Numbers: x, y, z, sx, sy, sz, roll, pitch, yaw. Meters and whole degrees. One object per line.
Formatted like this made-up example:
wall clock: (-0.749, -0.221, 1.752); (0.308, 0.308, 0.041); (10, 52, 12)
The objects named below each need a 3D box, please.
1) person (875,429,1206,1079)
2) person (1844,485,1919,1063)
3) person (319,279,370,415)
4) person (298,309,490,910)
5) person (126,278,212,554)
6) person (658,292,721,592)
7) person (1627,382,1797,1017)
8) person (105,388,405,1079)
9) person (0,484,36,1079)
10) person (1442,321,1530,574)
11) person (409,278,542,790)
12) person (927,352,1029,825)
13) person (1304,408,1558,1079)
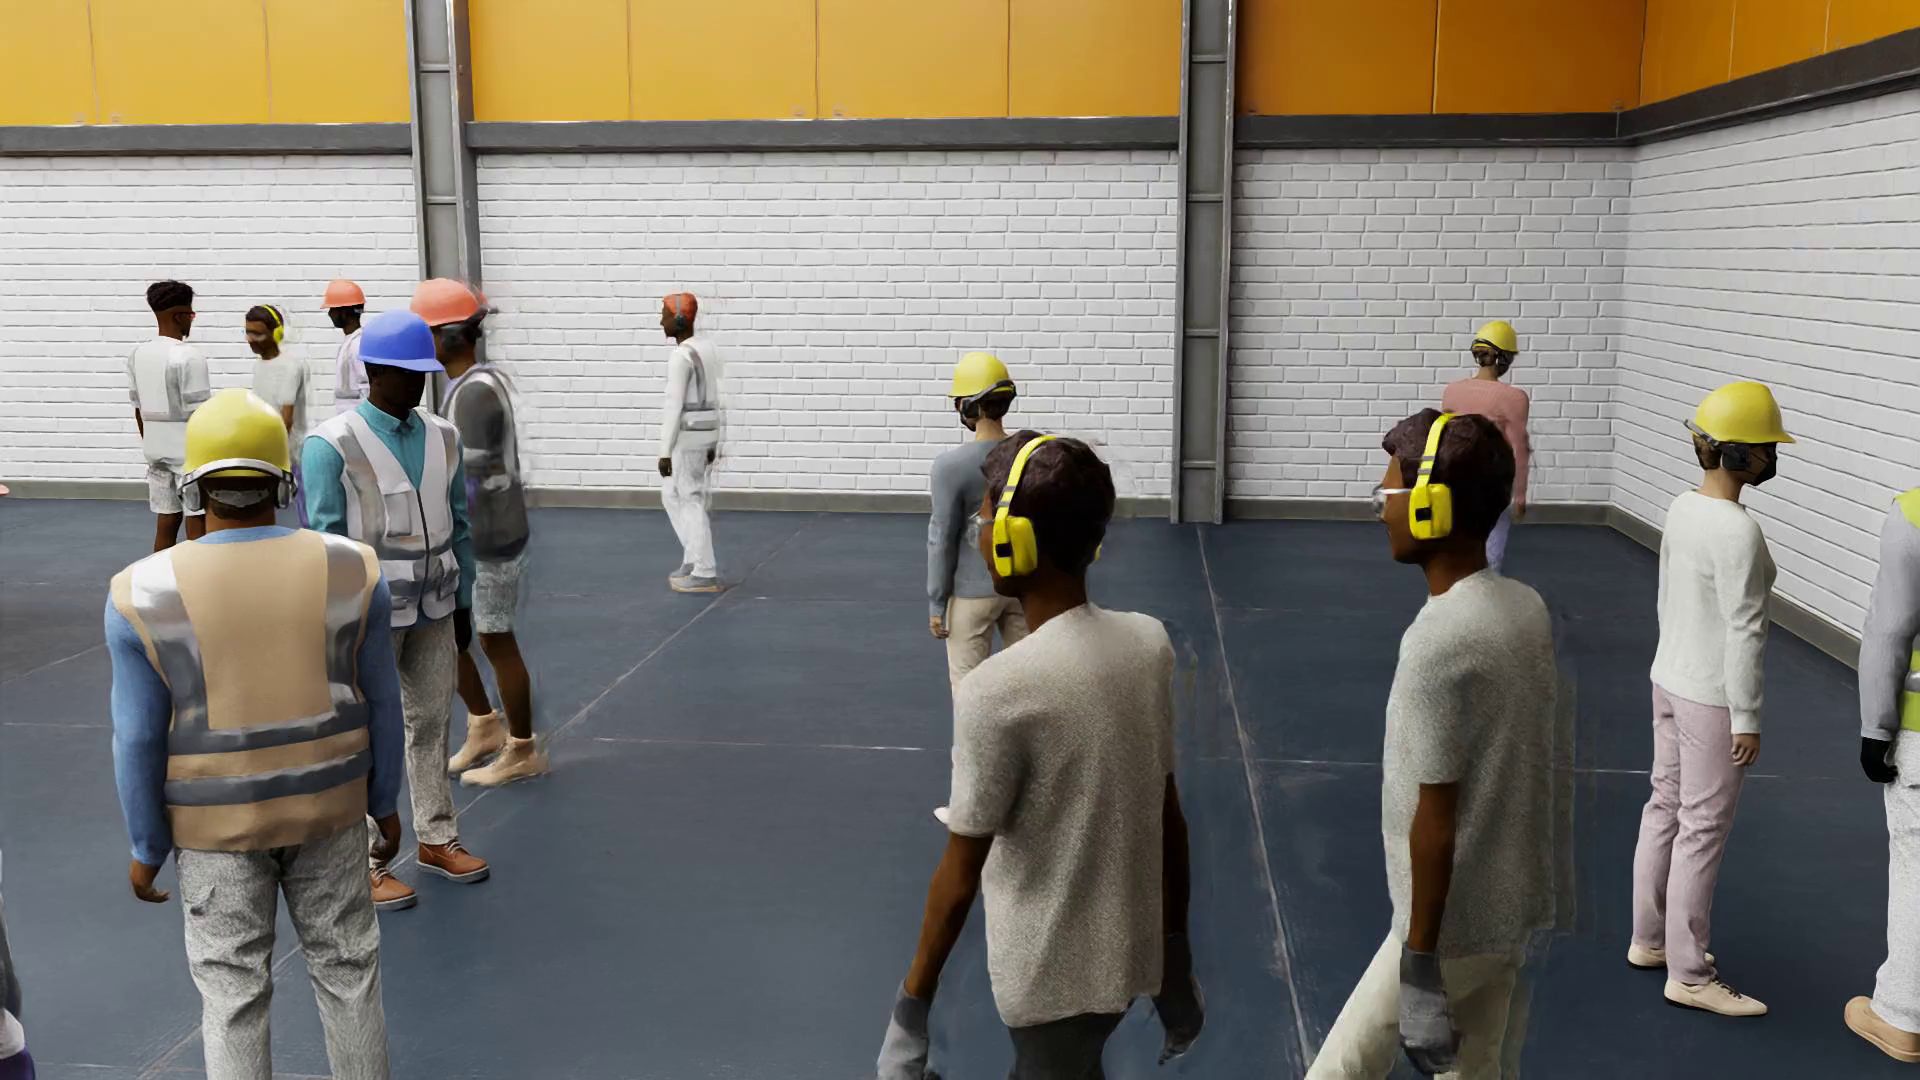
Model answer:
person: (0.068, 0.729, 2.828); (0.914, 1.829, 0.557); (7, 12, 37)
person: (2.641, 0.471, 4.322); (0.624, 1.837, 0.429); (1, 10, 4)
person: (-4.002, -0.756, 11.042); (0.376, 1.934, 0.547); (-5, 11, -25)
person: (-1.829, 0.224, 5.435); (0.415, 1.939, 0.604); (7, 12, 33)
person: (-4.395, -0.485, 9.401); (0.606, 1.967, 0.367); (5, 11, 27)
person: (-1.731, -0.595, 10.326); (0.529, 1.862, 0.606); (1, 10, 7)
person: (2.124, 0.439, 4.688); (0.312, 1.768, 0.530); (0, 10, 2)
person: (-1.519, 0.586, 3.648); (0.586, 1.835, 0.403); (-6, 12, -31)
person: (-1.231, 0.782, 1.926); (0.615, 2.042, 0.374); (6, 11, 29)
person: (2.777, -0.275, 8.811); (0.343, 1.755, 0.531); (-8, 12, -37)
person: (-1.911, 0.004, 6.468); (0.549, 2.014, 0.598); (-5, 11, -25)
person: (0.099, 0.194, 6.121); (0.529, 1.761, 0.340); (-6, 12, -31)
person: (0.855, 0.694, 2.999); (0.463, 1.849, 0.512); (9, 14, 43)
